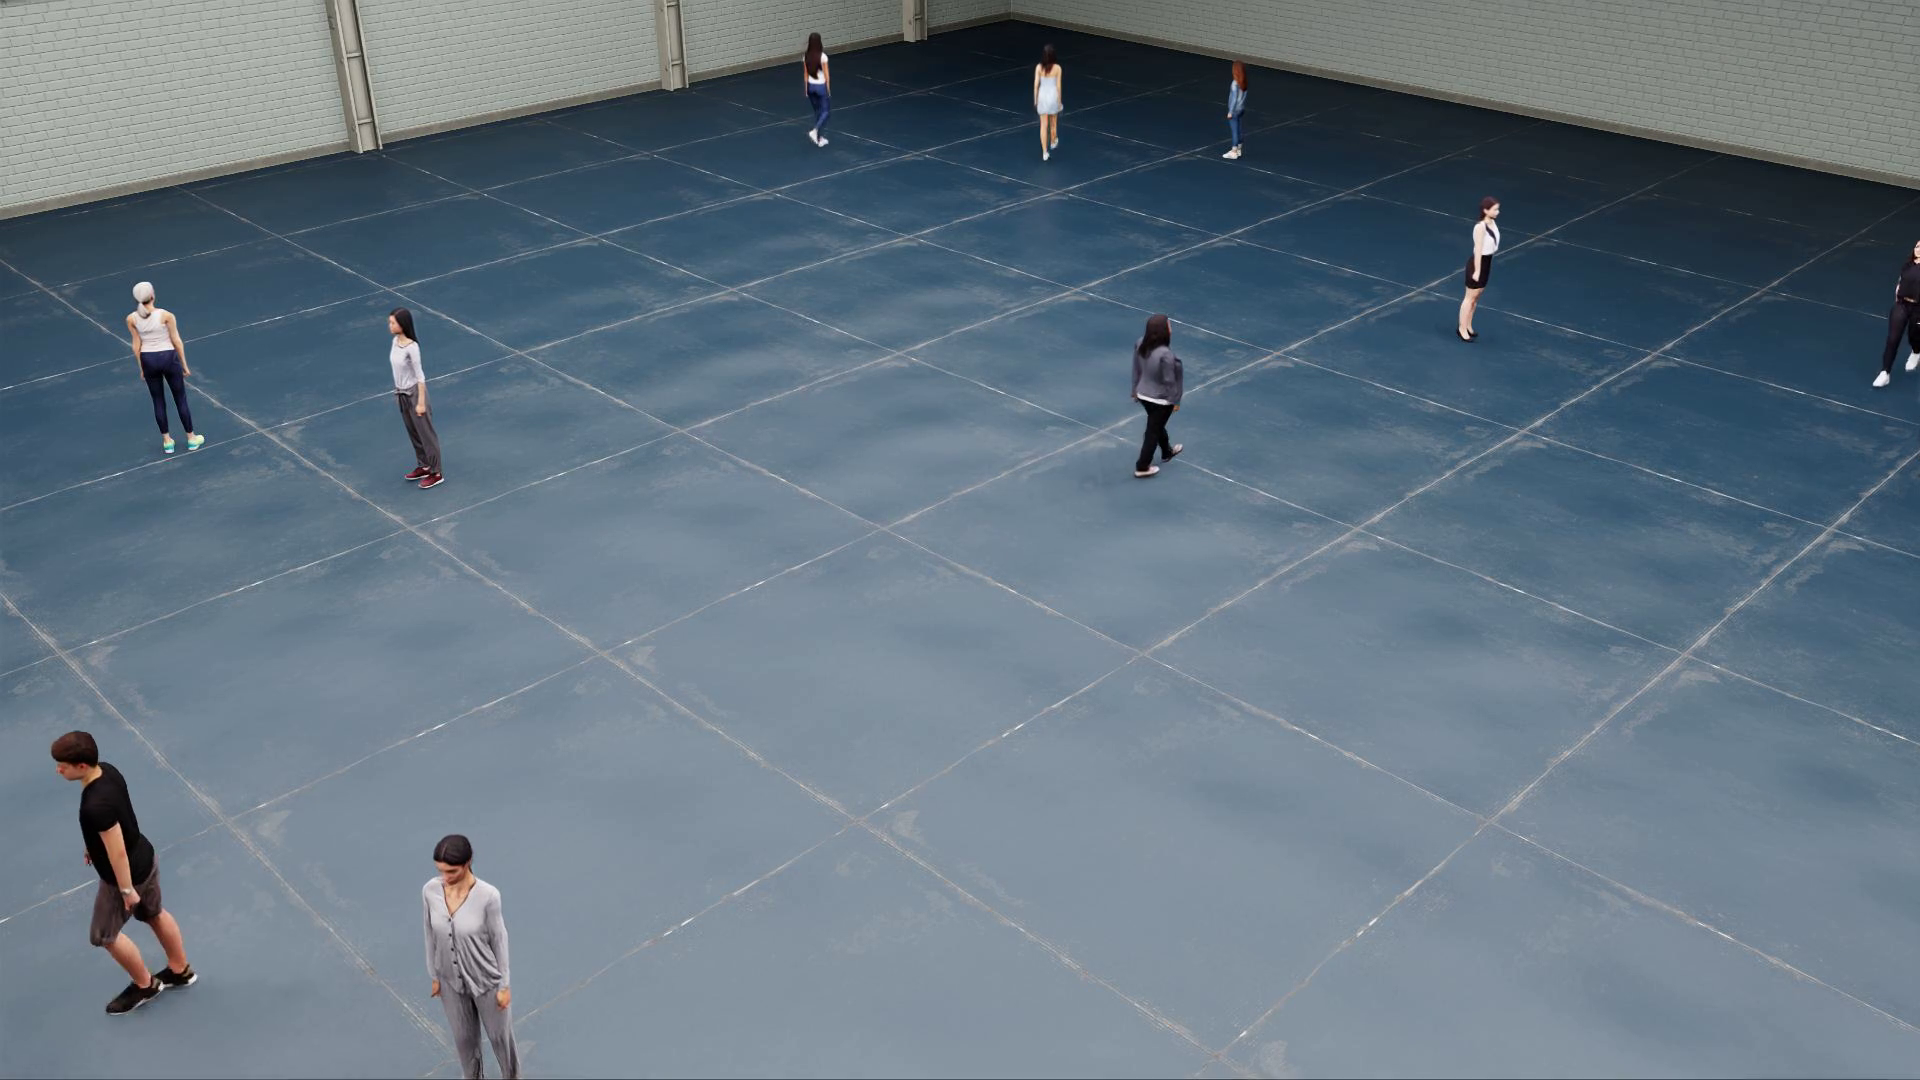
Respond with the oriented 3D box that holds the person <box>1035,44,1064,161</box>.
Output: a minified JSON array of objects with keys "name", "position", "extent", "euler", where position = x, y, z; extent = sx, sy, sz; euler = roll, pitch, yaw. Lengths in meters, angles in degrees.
[{"name":"person","position":[1.330,-6.660,25.401],"extent":[0.979,1.698,1.131],"euler":[5,28,8]}]

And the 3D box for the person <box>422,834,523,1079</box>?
[{"name":"person","position":[-2.520,2.242,8.603],"extent":[0.681,1.776,0.720],"euler":[4,28,7]}]

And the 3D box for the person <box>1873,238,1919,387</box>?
[{"name":"person","position":[10.082,-2.421,17.543],"extent":[1.103,1.603,0.629],"euler":[-22,35,-36]}]

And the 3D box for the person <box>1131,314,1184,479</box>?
[{"name":"person","position":[1.773,-1.318,15.507],"extent":[0.983,1.569,0.818],"euler":[-15,32,-27]}]

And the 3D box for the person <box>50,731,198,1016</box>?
[{"name":"person","position":[-4.592,1.816,9.329],"extent":[0.865,1.844,0.834],"euler":[-8,29,-15]}]

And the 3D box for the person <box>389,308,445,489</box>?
[{"name":"person","position":[-5.033,-1.321,15.338],"extent":[0.519,1.733,0.604],"euler":[-24,36,-38]}]

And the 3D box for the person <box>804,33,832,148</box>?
[{"name":"person","position":[-2.252,-6.975,25.927],"extent":[0.759,1.760,0.918],"euler":[13,31,23]}]

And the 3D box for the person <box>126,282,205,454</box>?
[{"name":"person","position":[-7.688,-1.664,16.016],"extent":[0.634,1.702,0.740],"euler":[-7,29,-12]}]

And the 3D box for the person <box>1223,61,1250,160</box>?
[{"name":"person","position":[4.269,-6.621,25.562],"extent":[0.658,1.477,0.489],"euler":[19,33,31]}]

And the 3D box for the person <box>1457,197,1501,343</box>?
[{"name":"person","position":[5.831,-3.046,18.669],"extent":[0.654,1.647,0.510],"euler":[17,32,29]}]
